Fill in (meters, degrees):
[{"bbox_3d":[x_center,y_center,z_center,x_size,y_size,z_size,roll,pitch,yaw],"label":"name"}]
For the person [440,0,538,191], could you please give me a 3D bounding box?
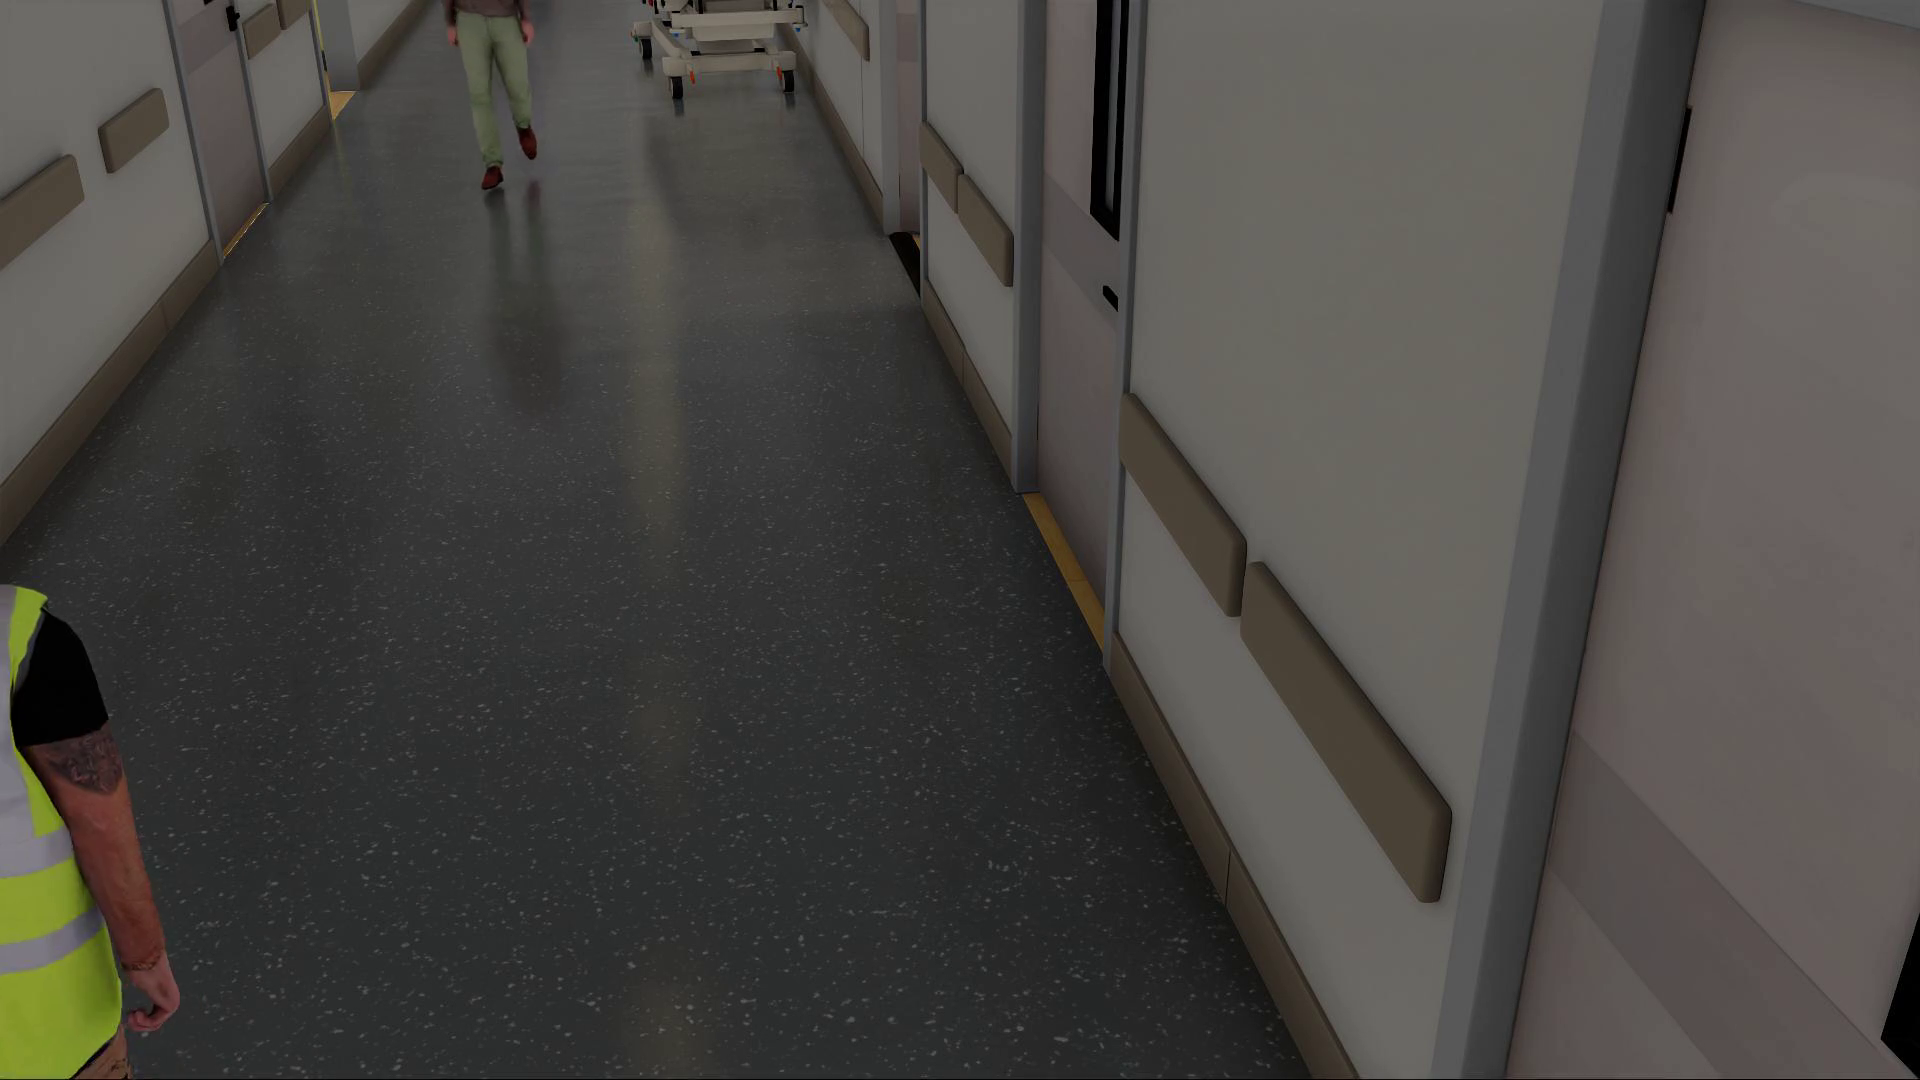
[{"bbox_3d":[-2.778,-3.061,9.870,0.904,1.853,0.742,-4,26,-8],"label":"person"}]
